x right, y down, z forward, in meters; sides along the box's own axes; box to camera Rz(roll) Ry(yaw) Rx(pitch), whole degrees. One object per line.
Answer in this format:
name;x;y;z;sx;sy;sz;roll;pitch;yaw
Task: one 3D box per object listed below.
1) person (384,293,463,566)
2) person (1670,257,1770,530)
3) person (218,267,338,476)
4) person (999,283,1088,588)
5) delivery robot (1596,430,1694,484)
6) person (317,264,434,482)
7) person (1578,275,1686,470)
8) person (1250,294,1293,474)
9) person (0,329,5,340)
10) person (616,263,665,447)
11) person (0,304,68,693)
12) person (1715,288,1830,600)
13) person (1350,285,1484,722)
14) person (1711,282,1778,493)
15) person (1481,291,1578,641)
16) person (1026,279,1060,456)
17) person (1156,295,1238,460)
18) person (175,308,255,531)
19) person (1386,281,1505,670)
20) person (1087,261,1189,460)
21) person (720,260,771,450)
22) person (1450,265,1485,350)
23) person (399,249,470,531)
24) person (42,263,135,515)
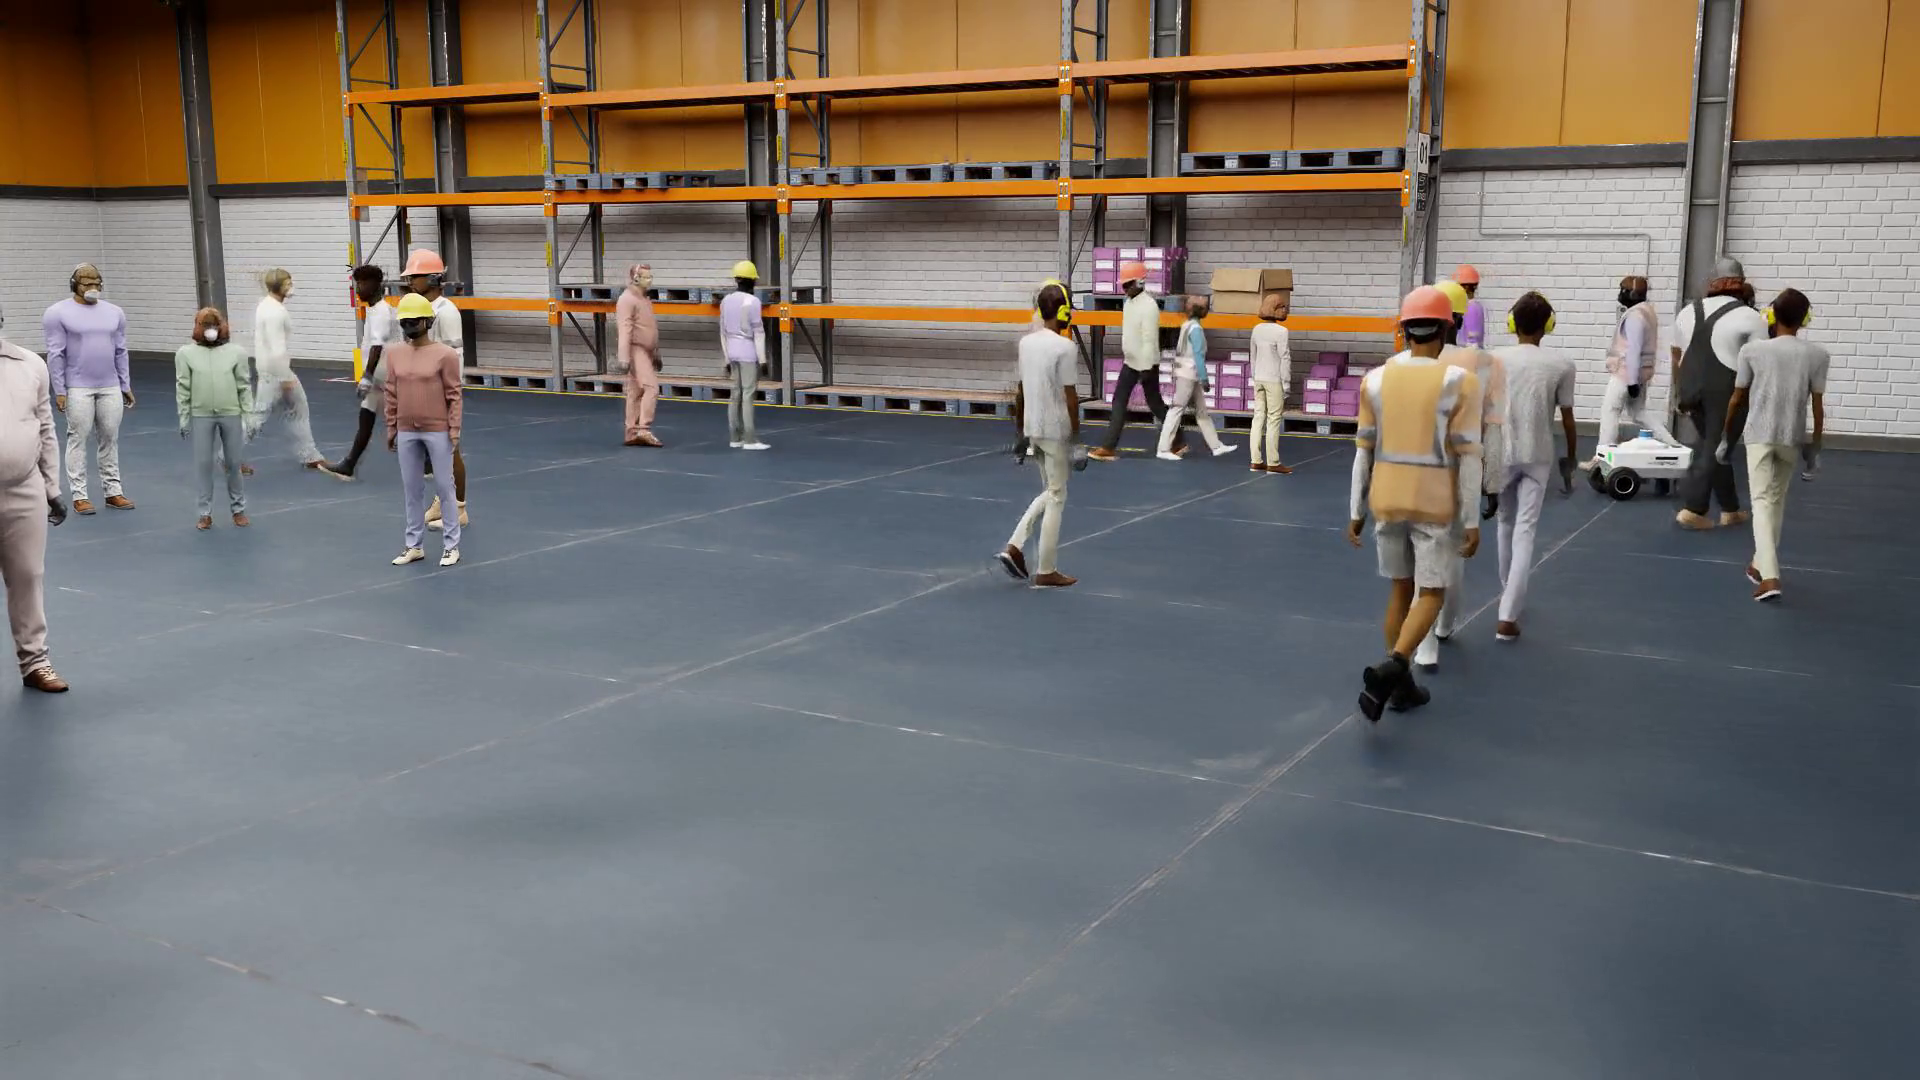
person;-3.477;-0.705;10.769;0.531;1.768;0.311;2;10;10
person;5.547;-1.094;12.190;0.837;2.000;0.810;-4;11;-23
person;-6.261;-1.523;15.083;1.029;1.893;0.632;-4;11;-23
person;0.542;-0.613;10.028;0.419;1.848;0.523;-6;12;-32
delivery robot;5.642;-0.666;13.706;0.707;0.478;0.477;1;10;3
person;-5.110;-1.446;14.570;1.025;1.900;0.632;-4;11;-23
person;6.192;-1.507;15.190;0.835;1.812;0.625;7;12;34
person;2.846;-1.425;15.207;0.280;1.636;0.500;-6;11;-29
person;-8.378;-1.362;14.158;0.543;1.895;1.010;2;10;9
person;-3.225;-1.885;17.100;0.607;1.884;0.679;1;10;6
person;-4.390;-0.206;7.539;0.408;1.906;0.654;8;13;39
person;4.822;-0.573;9.869;0.535;1.829;0.964;2;10;11
person;1.920;-0.133;7.157;0.592;1.905;0.718;8;13;37
person;6.619;-1.283;14.029;0.676;1.794;0.717;10;14;44
person;3.040;-0.416;8.960;0.553;1.819;0.991;5;11;27
person;0.852;-1.689;16.397;0.561;1.745;0.531;-2;10;-11
person;2.296;-1.556;16.059;0.846;1.593;0.537;0;10;2
person;-5.452;-0.875;12.196;0.513;1.624;0.471;-5;11;-25
person;2.390;-0.340;8.332;0.597;1.883;0.960;3;10;15
person;1.769;-1.727;16.083;1.040;1.938;0.639;-4;11;-22
person;-2.178;-1.876;16.945;0.592;1.923;0.384;9;14;42
person;4.922;-1.685;15.959;0.956;1.908;0.540;4;11;21
person;-3.848;-1.086;12.138;0.381;2.041;0.616;-8;13;-39
person;-6.747;-1.174;12.941;0.372;1.937;0.627;7;12;35
